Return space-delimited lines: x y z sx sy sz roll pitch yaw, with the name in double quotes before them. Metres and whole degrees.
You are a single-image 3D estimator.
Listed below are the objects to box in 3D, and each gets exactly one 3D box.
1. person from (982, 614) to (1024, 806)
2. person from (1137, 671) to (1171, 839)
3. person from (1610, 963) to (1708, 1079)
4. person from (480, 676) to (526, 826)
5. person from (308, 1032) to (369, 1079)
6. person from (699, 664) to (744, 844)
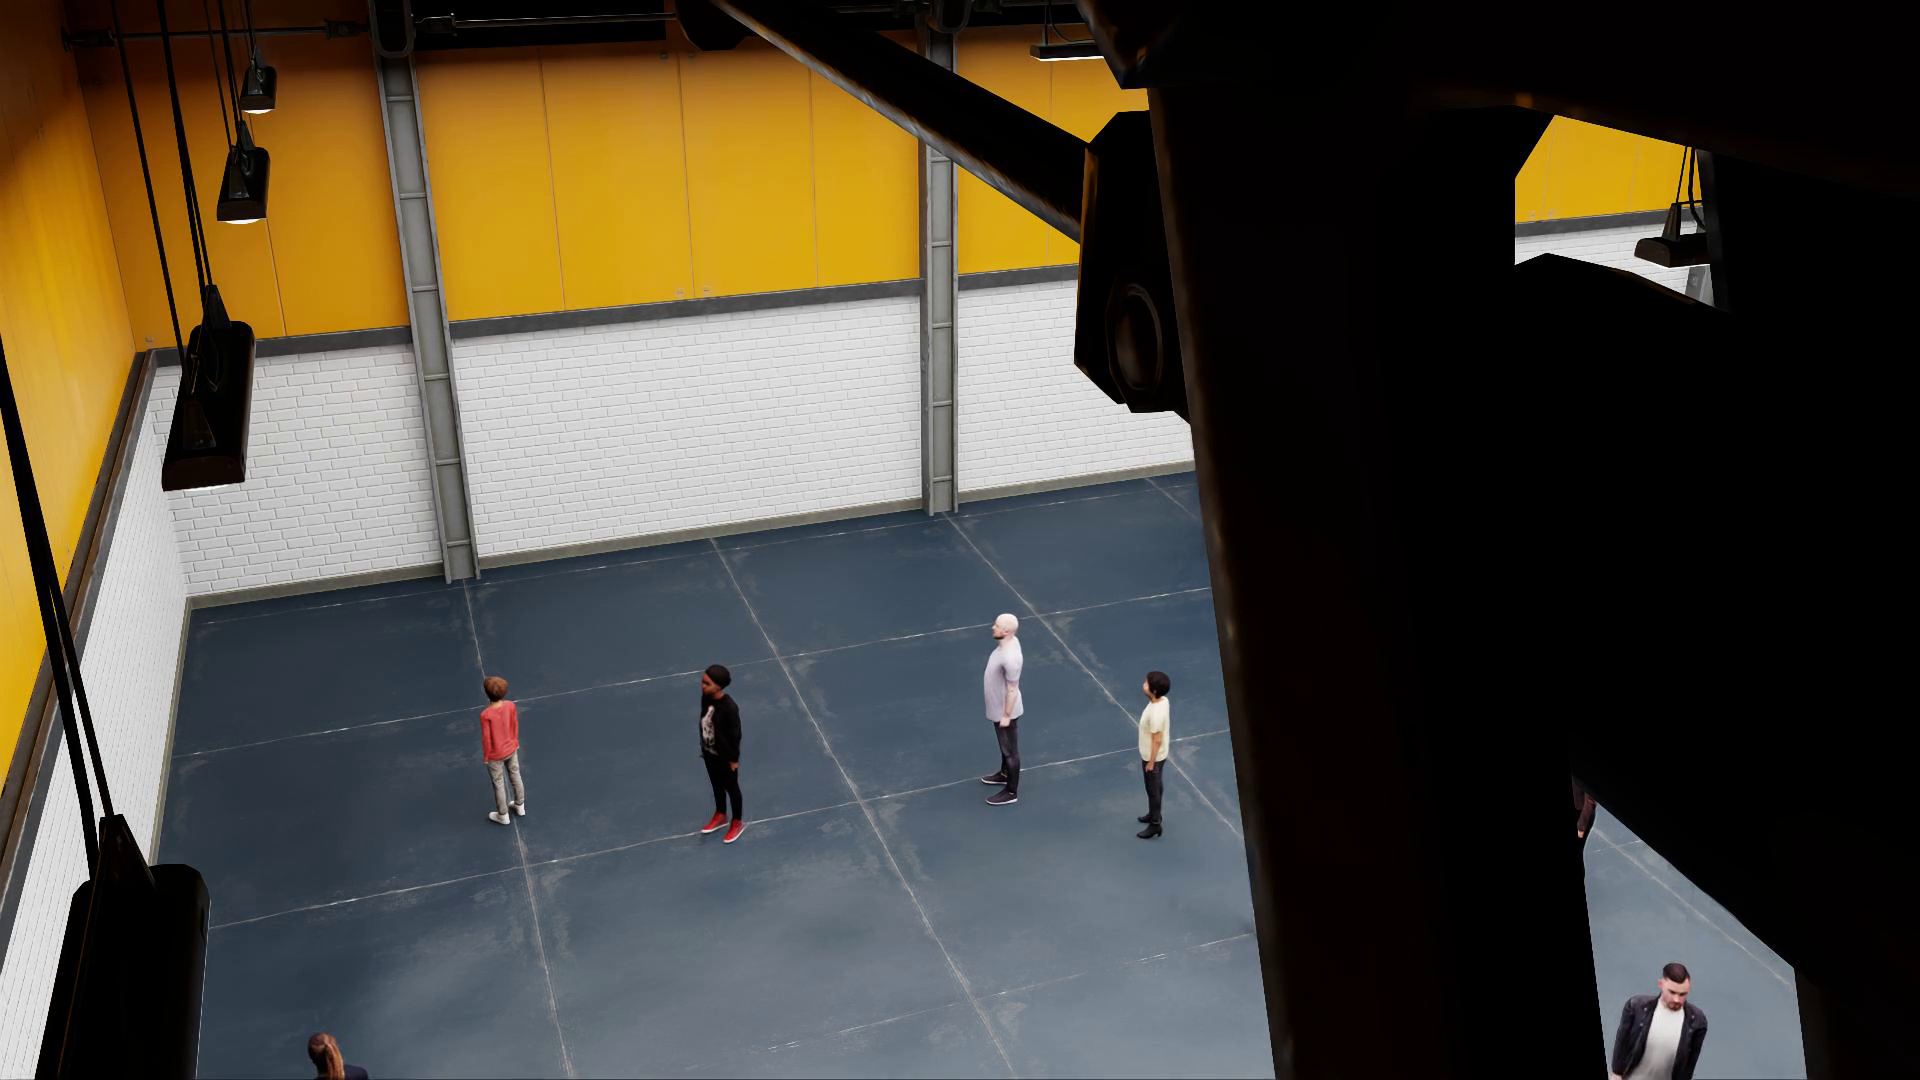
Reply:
"person" 0.405 1.489 14.986 0.672 1.838 0.723 -2 24 -5
"person" 1.688 1.854 14.465 0.660 1.587 0.655 5 24 12
"person" 4.385 3.409 10.626 1.152 1.812 1.193 9 25 21
"person" -4.050 1.844 14.701 0.656 1.416 0.560 19 30 37
"person" -3.746 3.698 10.124 0.571 1.685 0.740 -15 28 -30
"person" -2.070 1.825 14.422 0.674 1.674 0.686 17 29 34
